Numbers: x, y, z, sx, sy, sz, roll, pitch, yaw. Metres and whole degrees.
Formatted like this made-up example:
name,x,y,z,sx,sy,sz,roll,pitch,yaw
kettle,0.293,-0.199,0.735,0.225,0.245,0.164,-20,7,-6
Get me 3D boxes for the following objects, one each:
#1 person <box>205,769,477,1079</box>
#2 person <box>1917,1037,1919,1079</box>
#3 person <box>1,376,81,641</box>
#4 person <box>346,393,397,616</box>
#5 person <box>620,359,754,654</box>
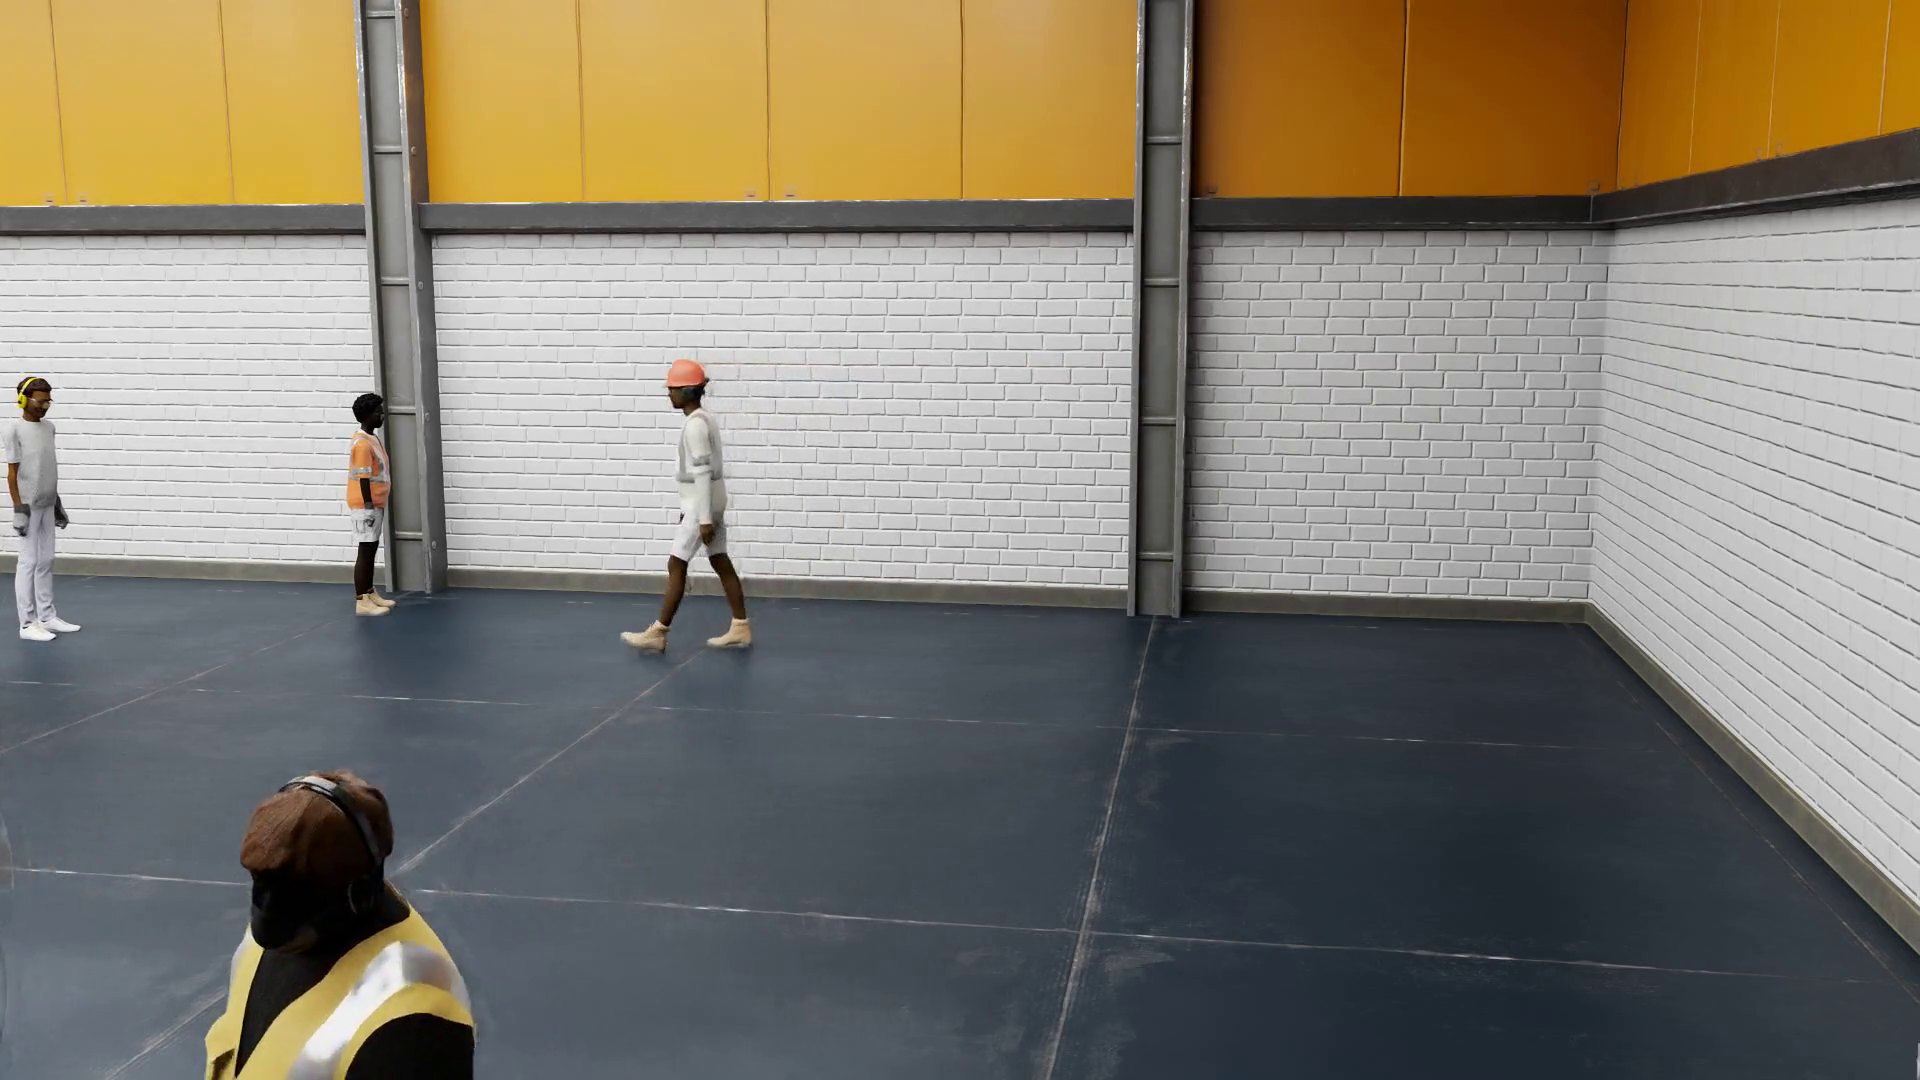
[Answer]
name,x,y,z,sx,sy,sz,roll,pitch,yaw
person,-1.015,1.243,2.875,0.525,1.816,0.652,-7,11,-36
person,1.850,1.290,2.853,0.492,1.733,0.344,2,9,14
person,-6.533,-0.229,11.810,0.335,1.865,0.520,1,9,6
person,-4.473,-0.271,12.601,0.322,1.689,0.530,-2,9,-13
person,-1.877,-0.220,11.327,0.981,1.995,0.638,0,9,-2
